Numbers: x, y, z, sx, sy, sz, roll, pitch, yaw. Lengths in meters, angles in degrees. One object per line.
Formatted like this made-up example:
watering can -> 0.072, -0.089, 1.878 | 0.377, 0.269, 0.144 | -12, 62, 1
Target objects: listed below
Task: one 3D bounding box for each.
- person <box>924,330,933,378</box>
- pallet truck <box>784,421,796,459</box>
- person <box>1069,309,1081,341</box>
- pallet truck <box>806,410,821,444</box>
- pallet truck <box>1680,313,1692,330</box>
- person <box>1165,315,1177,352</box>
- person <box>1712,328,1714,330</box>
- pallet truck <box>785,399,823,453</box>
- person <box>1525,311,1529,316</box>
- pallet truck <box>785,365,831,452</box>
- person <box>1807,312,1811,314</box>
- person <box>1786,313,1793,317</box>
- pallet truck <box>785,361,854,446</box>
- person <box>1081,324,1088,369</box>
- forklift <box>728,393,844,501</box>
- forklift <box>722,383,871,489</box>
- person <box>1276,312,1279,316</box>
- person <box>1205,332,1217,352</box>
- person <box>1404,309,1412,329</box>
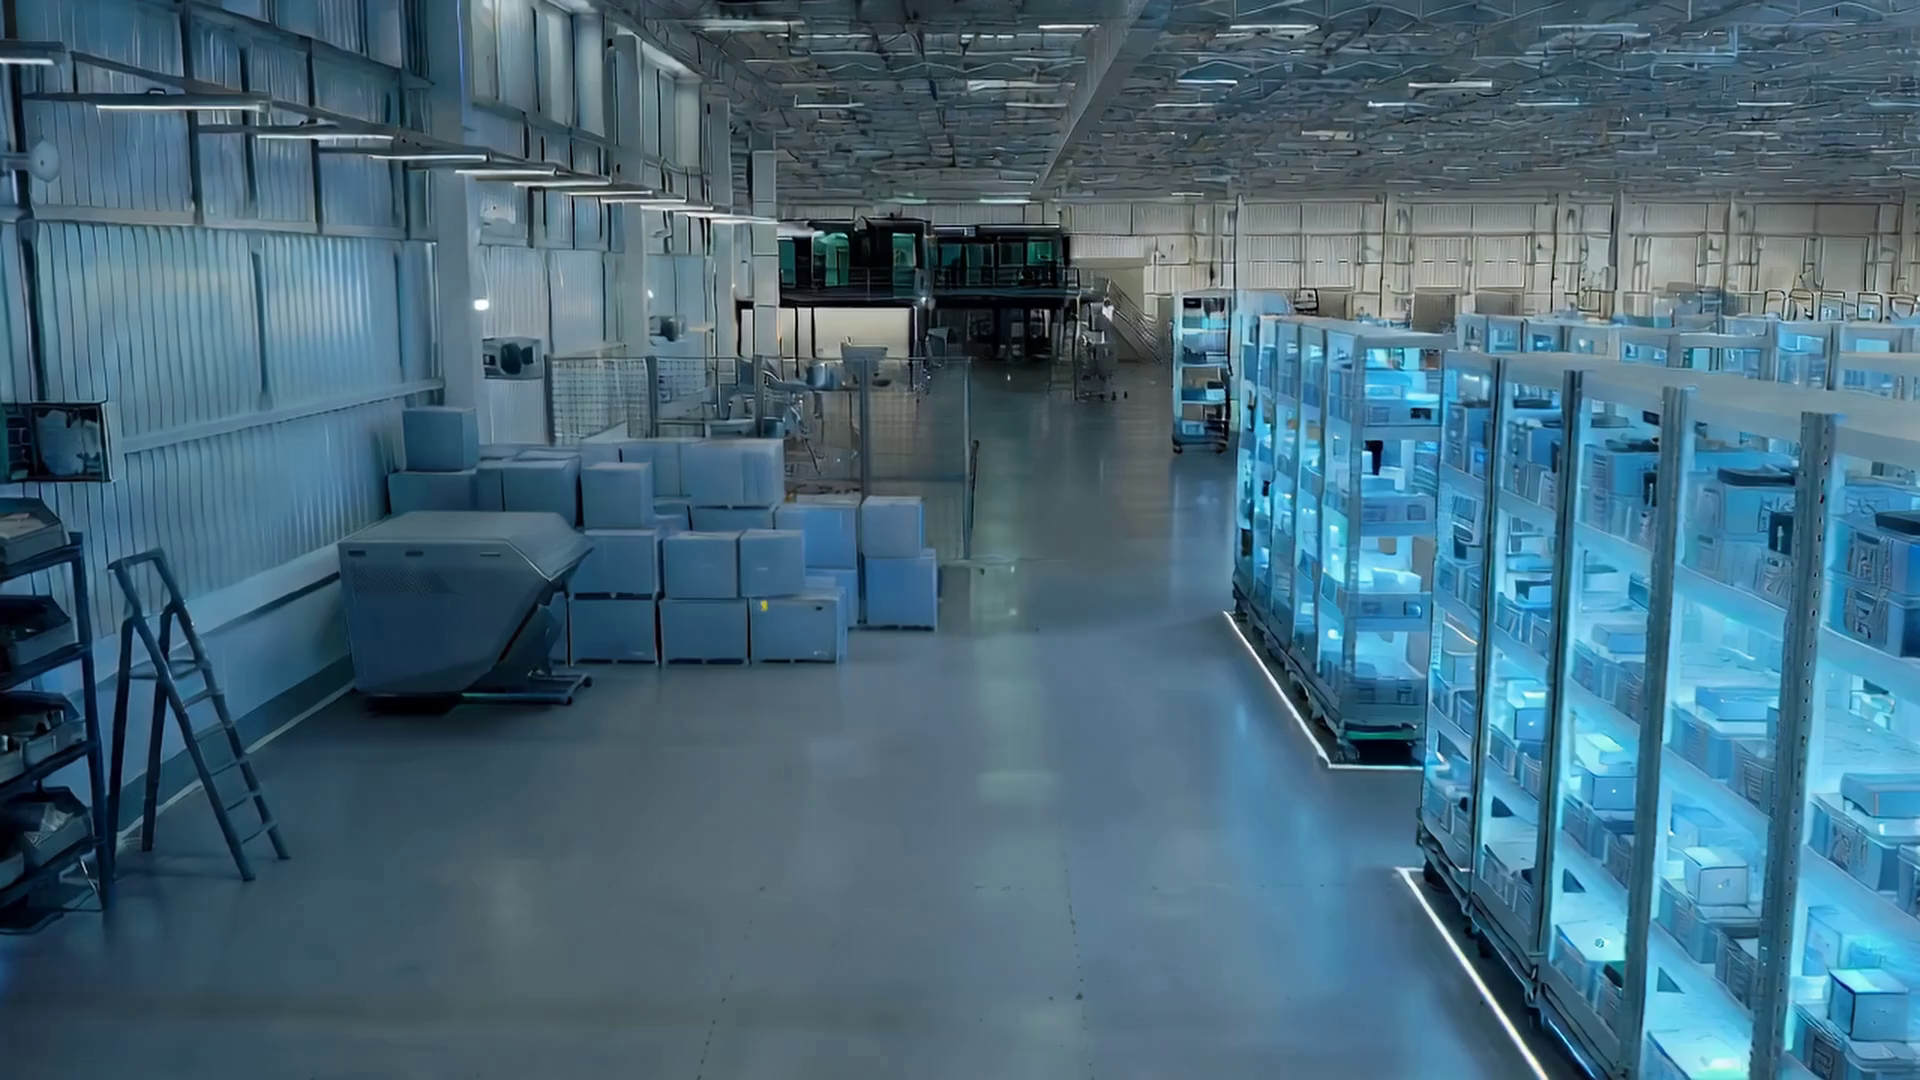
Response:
person -> -1.215, -7.153, 63.867 | 0.344, 1.847, 0.504 | 3, 10, 21
pallet truck -> -4.013, -1.793, 32.705 | 1.601, 1.201, 0.680 | 0, 9, 1
person -> 6.844, -12.621, 97.449 | 0.990, 1.902, 0.625 | -1, 9, -4
pallet truck -> -3.559, -2.018, 33.905 | 1.522, 1.261, 0.704 | 0, 9, -1
pallet truck -> 36.315, -10.531, 84.244 | 0.823, 1.965, 1.885 | -6, 11, -33
person -> 10.719, -10.487, 84.433 | 0.586, 1.859, 0.866 | 2, 9, 12
person -> 31.236, -8.013, 69.029 | 0.549, 1.899, 0.923 | 4, 10, 22
pallet truck -> -3.814, -2.432, 36.419 | 1.630, 1.274, 0.653 | 0, 9, 1
person -> 31.922, -11.986, 93.779 | 0.512, 1.825, 0.980 | 7, 12, 38
pallet truck -> -3.774, -2.976, 37.635 | 1.885, 1.965, 0.823 | 1, 9, 5
person -> 44.876, -11.128, 88.137 | 0.365, 1.931, 0.631 | 2, 9, 13
person -> 41.410, -10.378, 83.164 | 0.894, 2.000, 0.789 | 6, 11, 33
pallet truck -> -3.410, -3.193, 38.978 | 1.885, 1.965, 0.823 | 0, 9, -1
person -> 5.270, -8.155, 69.823 | 0.393, 1.920, 0.587 | 2, 9, 10
forklift -> -2.979, -1.316, 26.476 | 2.680, 1.987, 1.157 | 0, 9, 1
forklift -> -2.893, -1.687, 28.729 | 2.680, 1.987, 1.157 | 0, 9, -1
person -> 16.887, -11.191, 88.646 | 0.594, 1.891, 0.807 | -1, 9, -6
person -> 11.542, -9.193, 76.437 | 0.583, 1.862, 0.821 | -1, 9, -8
person -> 25.407, -12.146, 94.458 | 0.588, 1.918, 0.393 | -8, 12, -39
